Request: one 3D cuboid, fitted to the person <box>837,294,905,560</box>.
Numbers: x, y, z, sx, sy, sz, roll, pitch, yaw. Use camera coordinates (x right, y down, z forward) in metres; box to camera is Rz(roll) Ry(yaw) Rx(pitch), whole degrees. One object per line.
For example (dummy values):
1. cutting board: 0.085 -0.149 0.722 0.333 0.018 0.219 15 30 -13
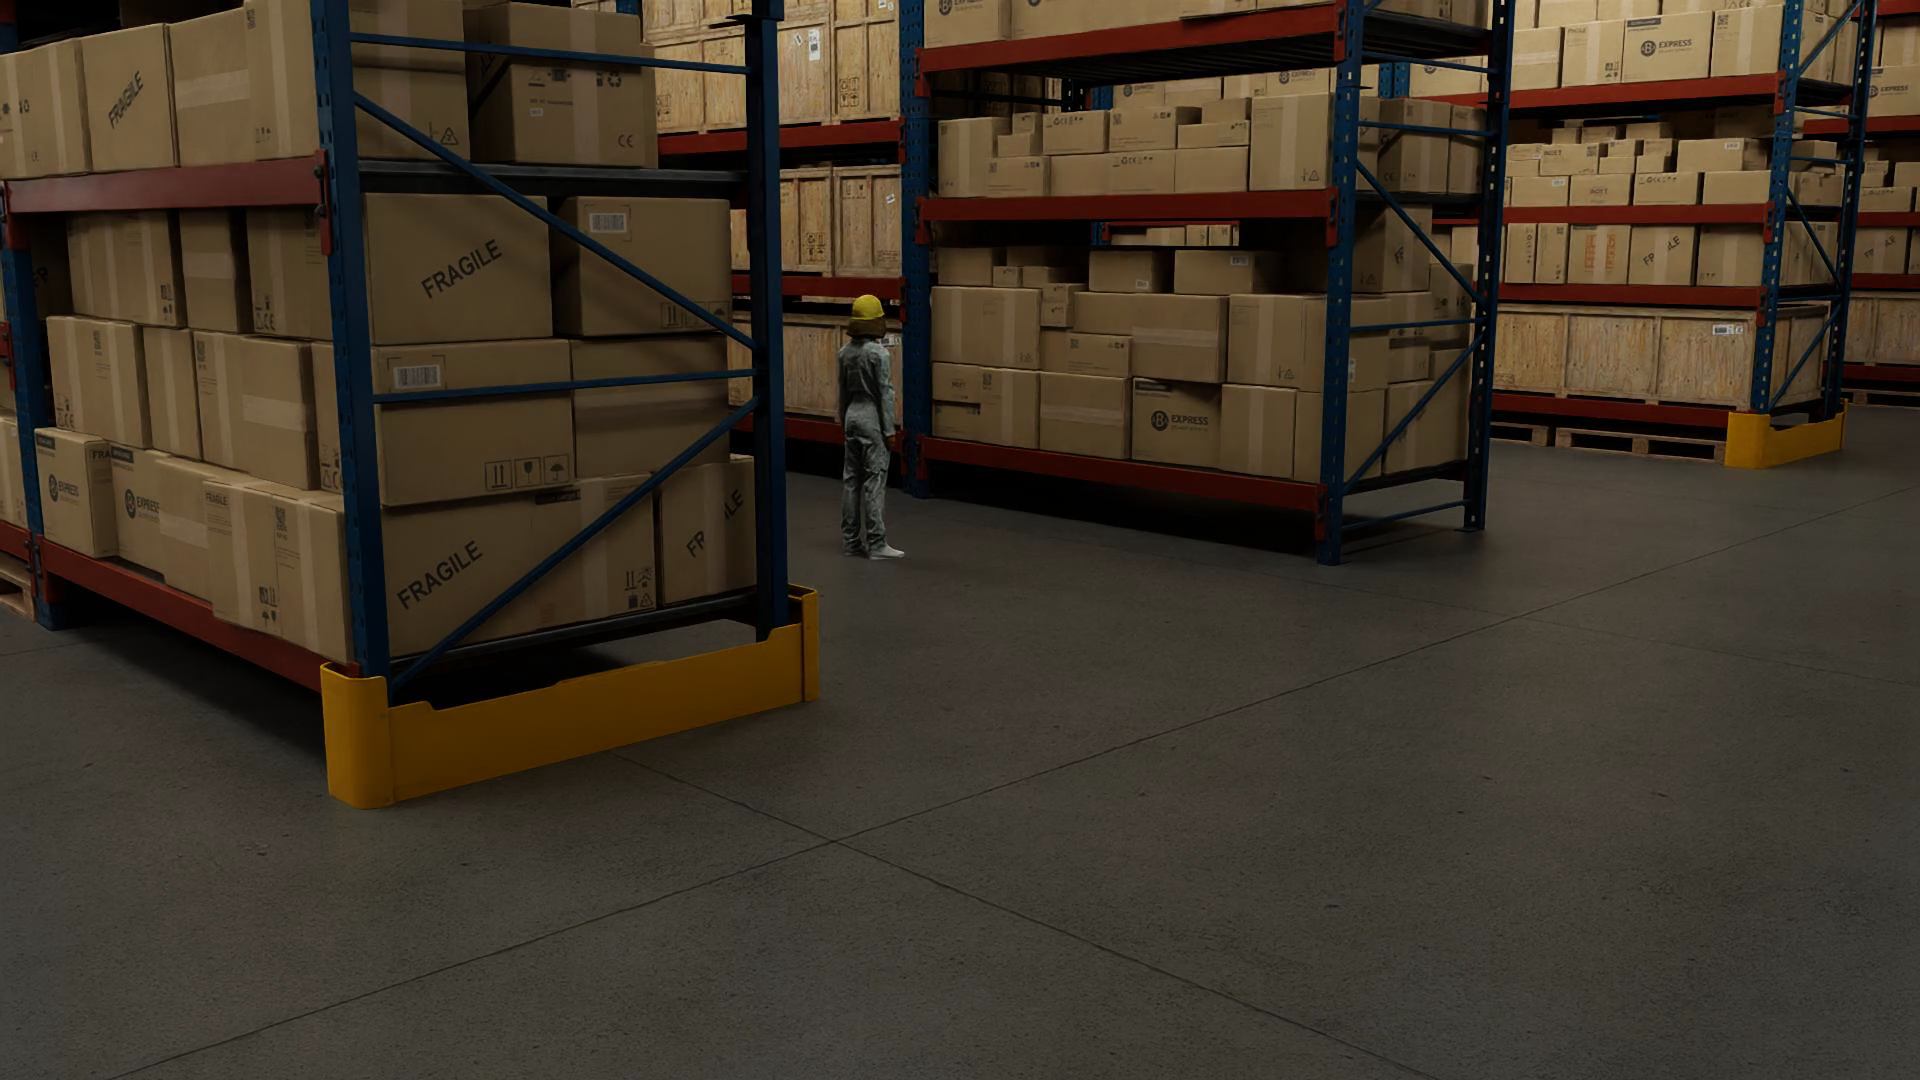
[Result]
1. person: -0.600 -0.744 11.004 0.492 1.746 0.284 10 15 44
